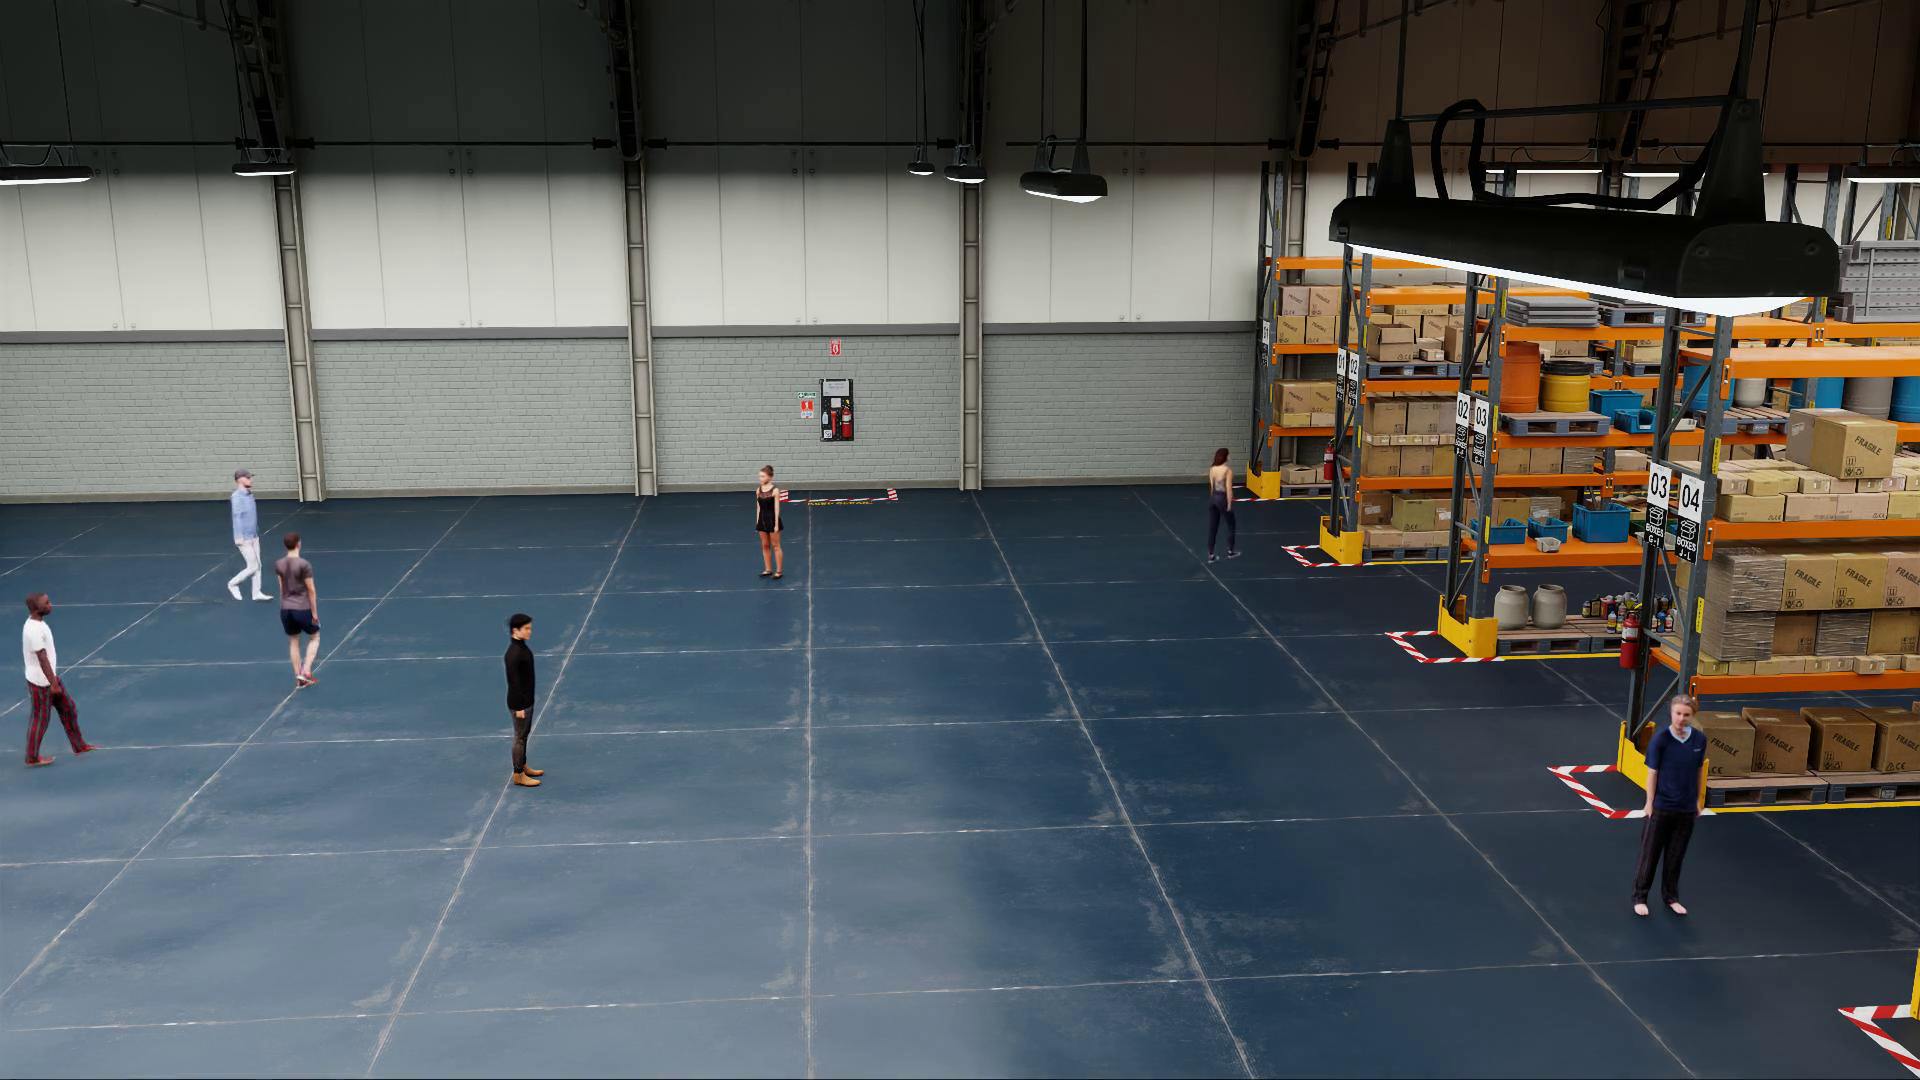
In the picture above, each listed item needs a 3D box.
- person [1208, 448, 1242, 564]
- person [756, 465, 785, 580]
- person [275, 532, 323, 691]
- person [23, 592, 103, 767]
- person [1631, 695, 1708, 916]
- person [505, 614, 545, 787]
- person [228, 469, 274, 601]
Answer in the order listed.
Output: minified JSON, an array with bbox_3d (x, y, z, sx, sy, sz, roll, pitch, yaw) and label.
[{"bbox_3d":[3.926,-0.514,25.413,0.927,1.743,1.014,12,18,42],"label":"person"},{"bbox_3d":[-2.801,-0.267,24.490,0.671,1.679,0.749,8,15,32],"label":"person"},{"bbox_3d":[-7.748,0.850,19.306,0.658,1.840,0.768,2,13,9],"label":"person"},{"bbox_3d":[-9.407,1.429,16.878,1.048,1.807,0.894,-6,14,-24],"label":"person"},{"bbox_3d":[5.817,2.153,13.615,0.475,1.870,0.723,-1,13,-3],"label":"person"},{"bbox_3d":[-4.346,1.563,16.490,0.506,1.722,0.646,-1,13,-6],"label":"person"},{"bbox_3d":[-9.987,-0.055,23.133,0.831,1.877,0.719,1,13,3],"label":"person"}]
